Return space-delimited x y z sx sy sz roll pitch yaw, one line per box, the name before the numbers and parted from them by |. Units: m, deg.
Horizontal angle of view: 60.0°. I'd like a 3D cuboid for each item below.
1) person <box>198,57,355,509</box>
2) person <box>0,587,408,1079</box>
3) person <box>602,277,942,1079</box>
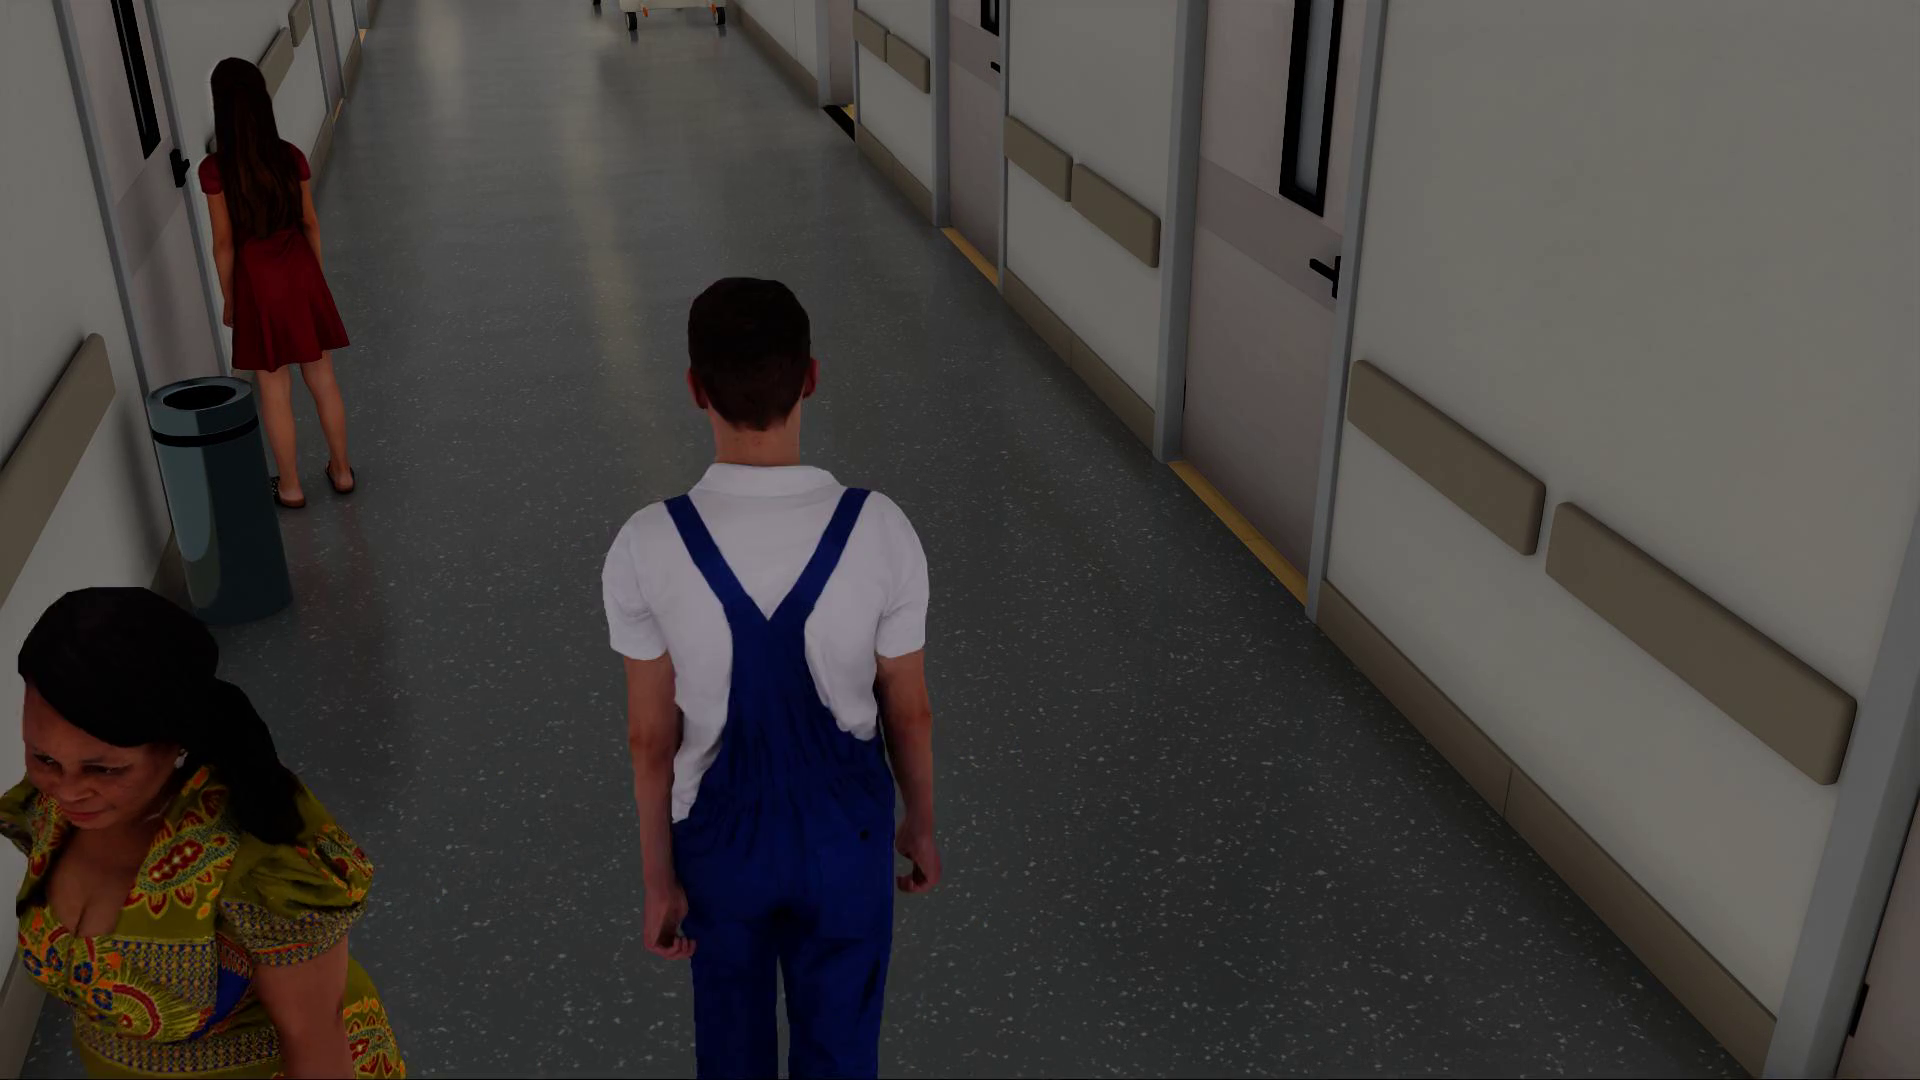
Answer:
person | -2.370 -0.878 5.762 0.658 1.554 0.717 -22 33 -38
person | -0.914 0.754 2.296 1.226 1.632 1.249 12 28 24
person | -0.269 0.541 2.510 0.679 1.830 0.768 -1 26 -1
